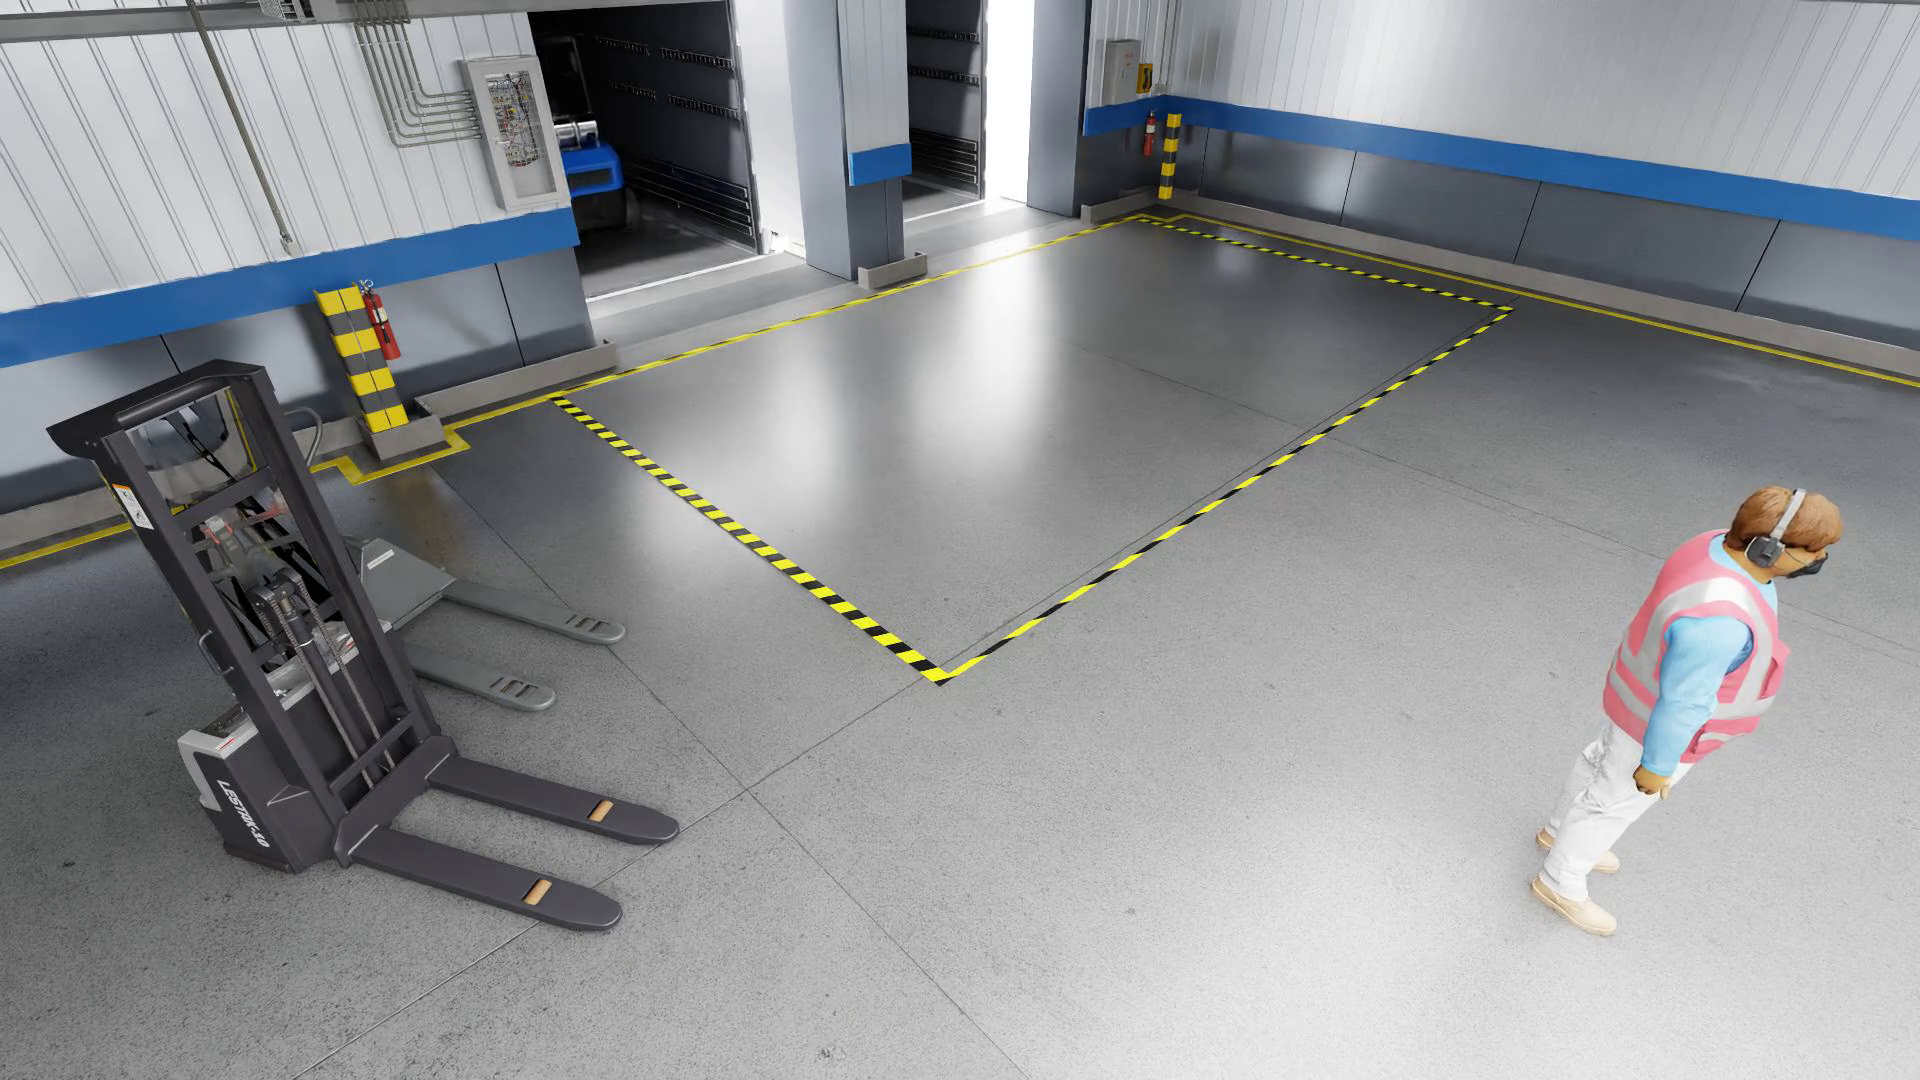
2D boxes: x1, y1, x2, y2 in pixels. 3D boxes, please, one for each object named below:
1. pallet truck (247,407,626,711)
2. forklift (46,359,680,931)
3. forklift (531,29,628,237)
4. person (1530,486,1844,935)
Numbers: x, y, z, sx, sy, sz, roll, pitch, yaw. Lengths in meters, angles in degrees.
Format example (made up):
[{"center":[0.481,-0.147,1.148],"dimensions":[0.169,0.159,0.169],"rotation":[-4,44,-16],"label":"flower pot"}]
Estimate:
[{"center":[-2.628,0.038,4.590],"dimensions":[1.601,1.201,0.680],"rotation":[12,36,18],"label":"pallet truck"},{"center":[-2.135,0.422,3.354],"dimensions":[1.885,1.965,0.823],"rotation":[10,35,14],"label":"forklift"},{"center":[-5.086,-4.921,10.891],"dimensions":[1.157,2.036,2.680],"rotation":[-26,42,-33],"label":"forklift"},{"center":[2.470,0.618,3.203],"dimensions":[0.429,1.841,0.634],"rotation":[21,40,28],"label":"person"}]
